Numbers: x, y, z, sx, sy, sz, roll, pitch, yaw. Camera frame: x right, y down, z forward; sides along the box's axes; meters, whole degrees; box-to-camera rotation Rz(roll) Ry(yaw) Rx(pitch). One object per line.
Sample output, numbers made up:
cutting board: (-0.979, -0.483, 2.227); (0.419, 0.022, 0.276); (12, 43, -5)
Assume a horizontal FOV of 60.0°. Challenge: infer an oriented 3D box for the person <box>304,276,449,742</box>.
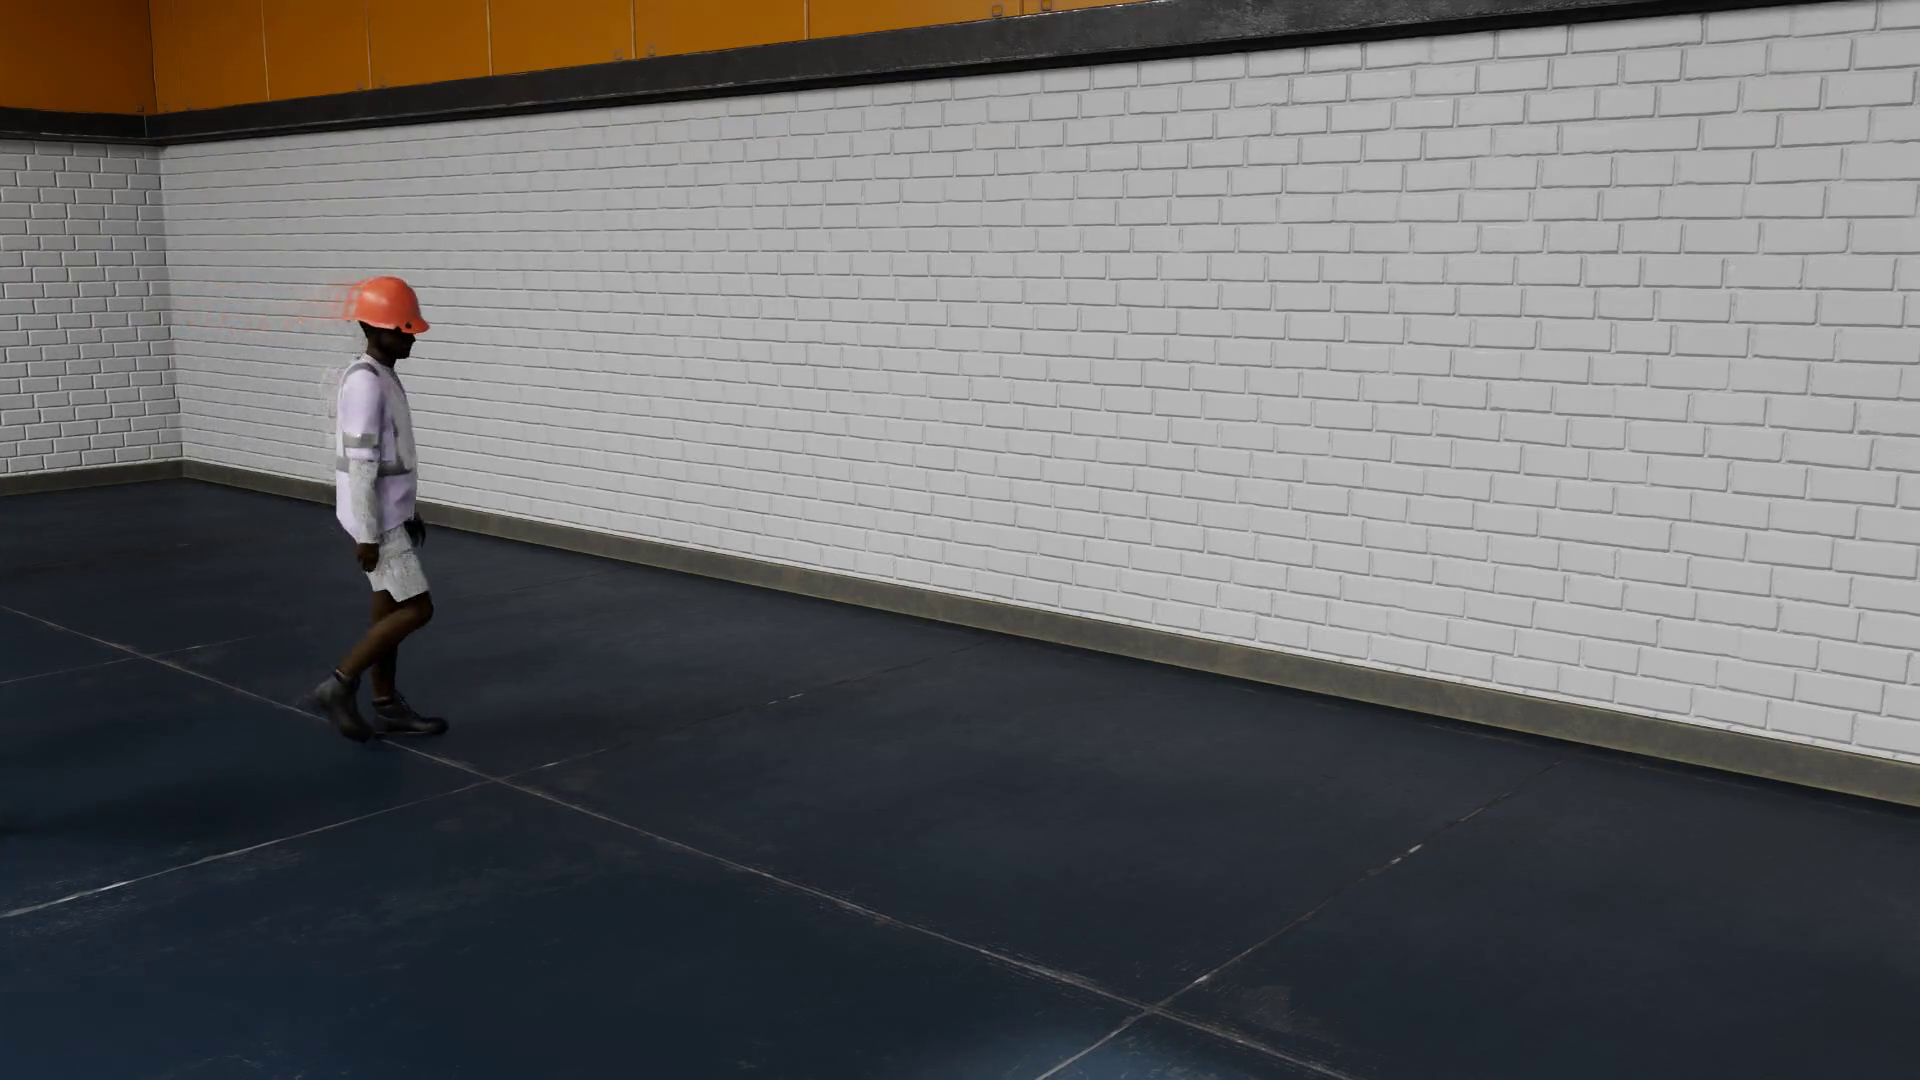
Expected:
person: (-2.340, -0.098, 6.696); (0.470, 1.912, 0.585); (-3, 11, -19)
